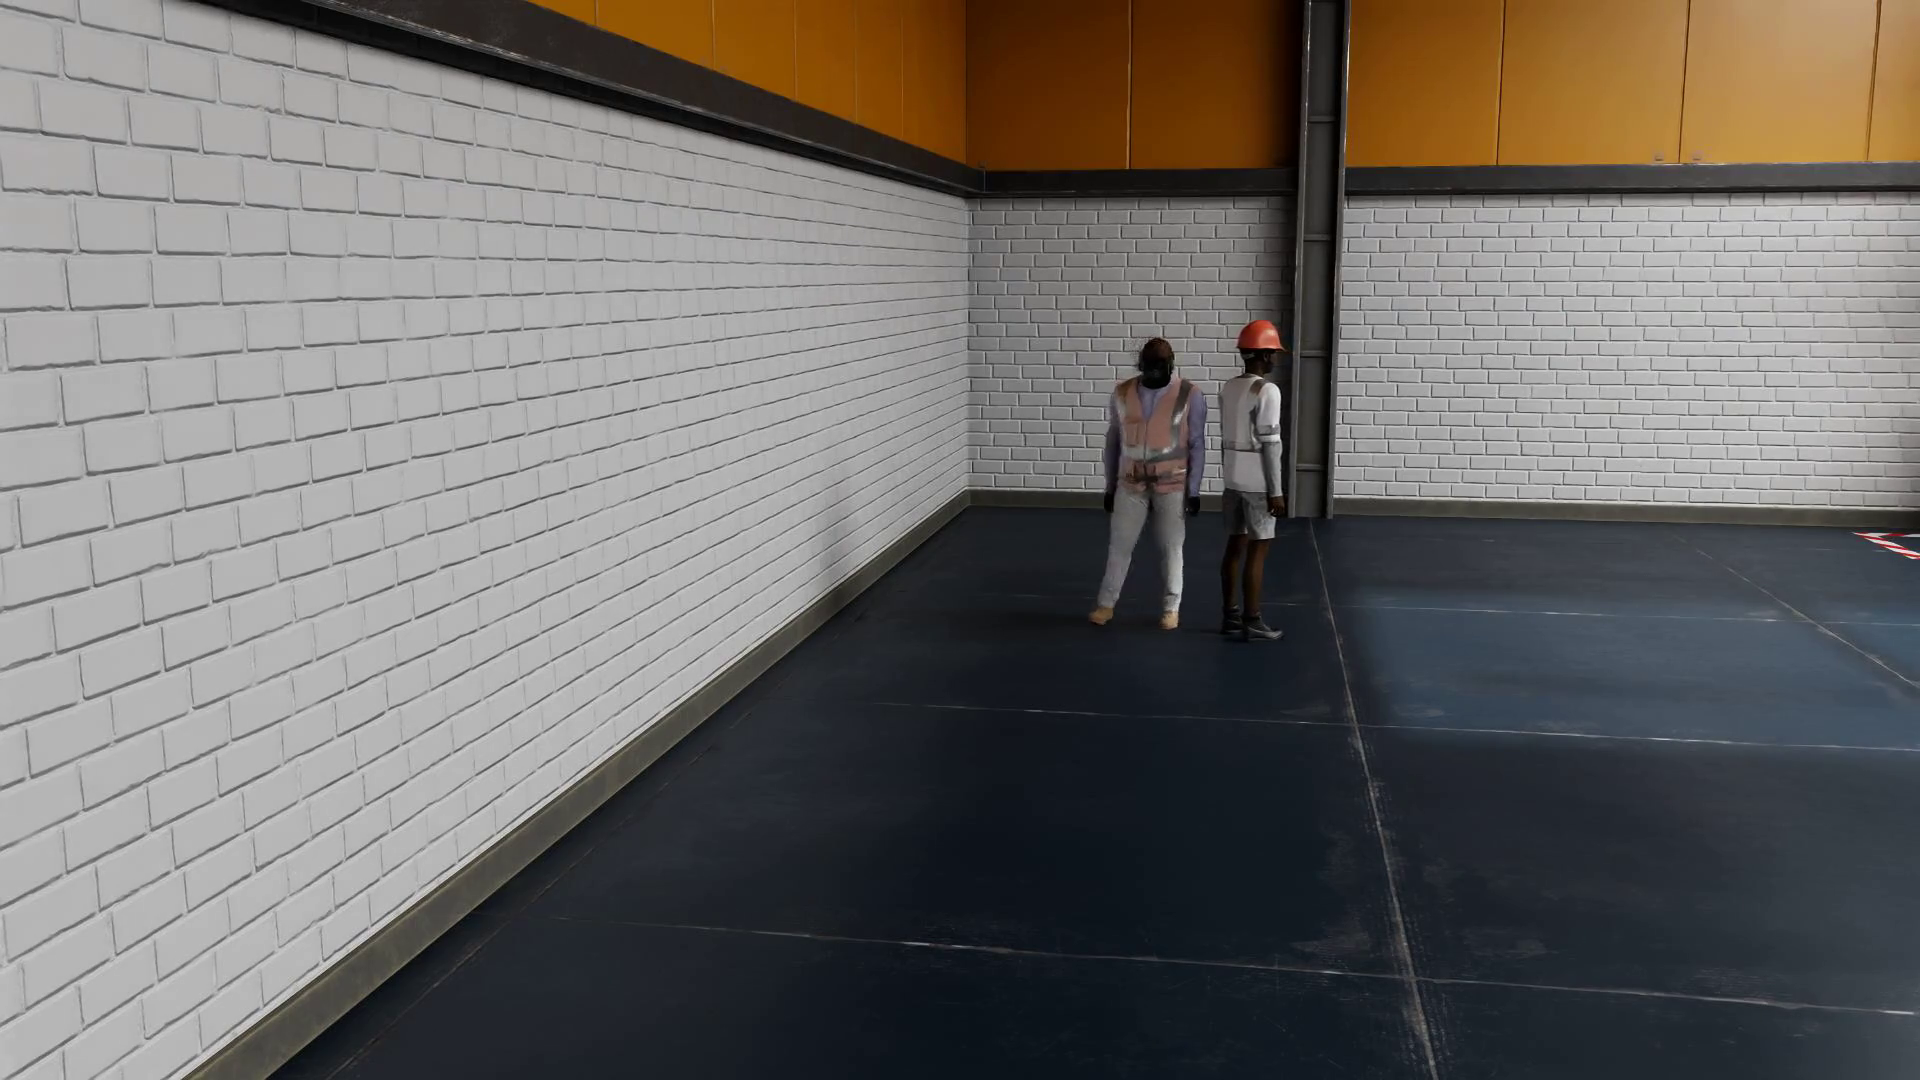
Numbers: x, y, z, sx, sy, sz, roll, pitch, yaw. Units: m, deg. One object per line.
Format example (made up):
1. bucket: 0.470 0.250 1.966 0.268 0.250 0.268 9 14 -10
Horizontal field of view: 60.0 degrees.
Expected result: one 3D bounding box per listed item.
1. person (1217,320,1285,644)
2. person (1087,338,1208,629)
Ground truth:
1. person: 1.768 -0.349 10.012 0.380 1.933 0.547 -4 10 -23
2. person: 1.173 -0.337 10.325 0.711 1.815 0.432 4 10 22
